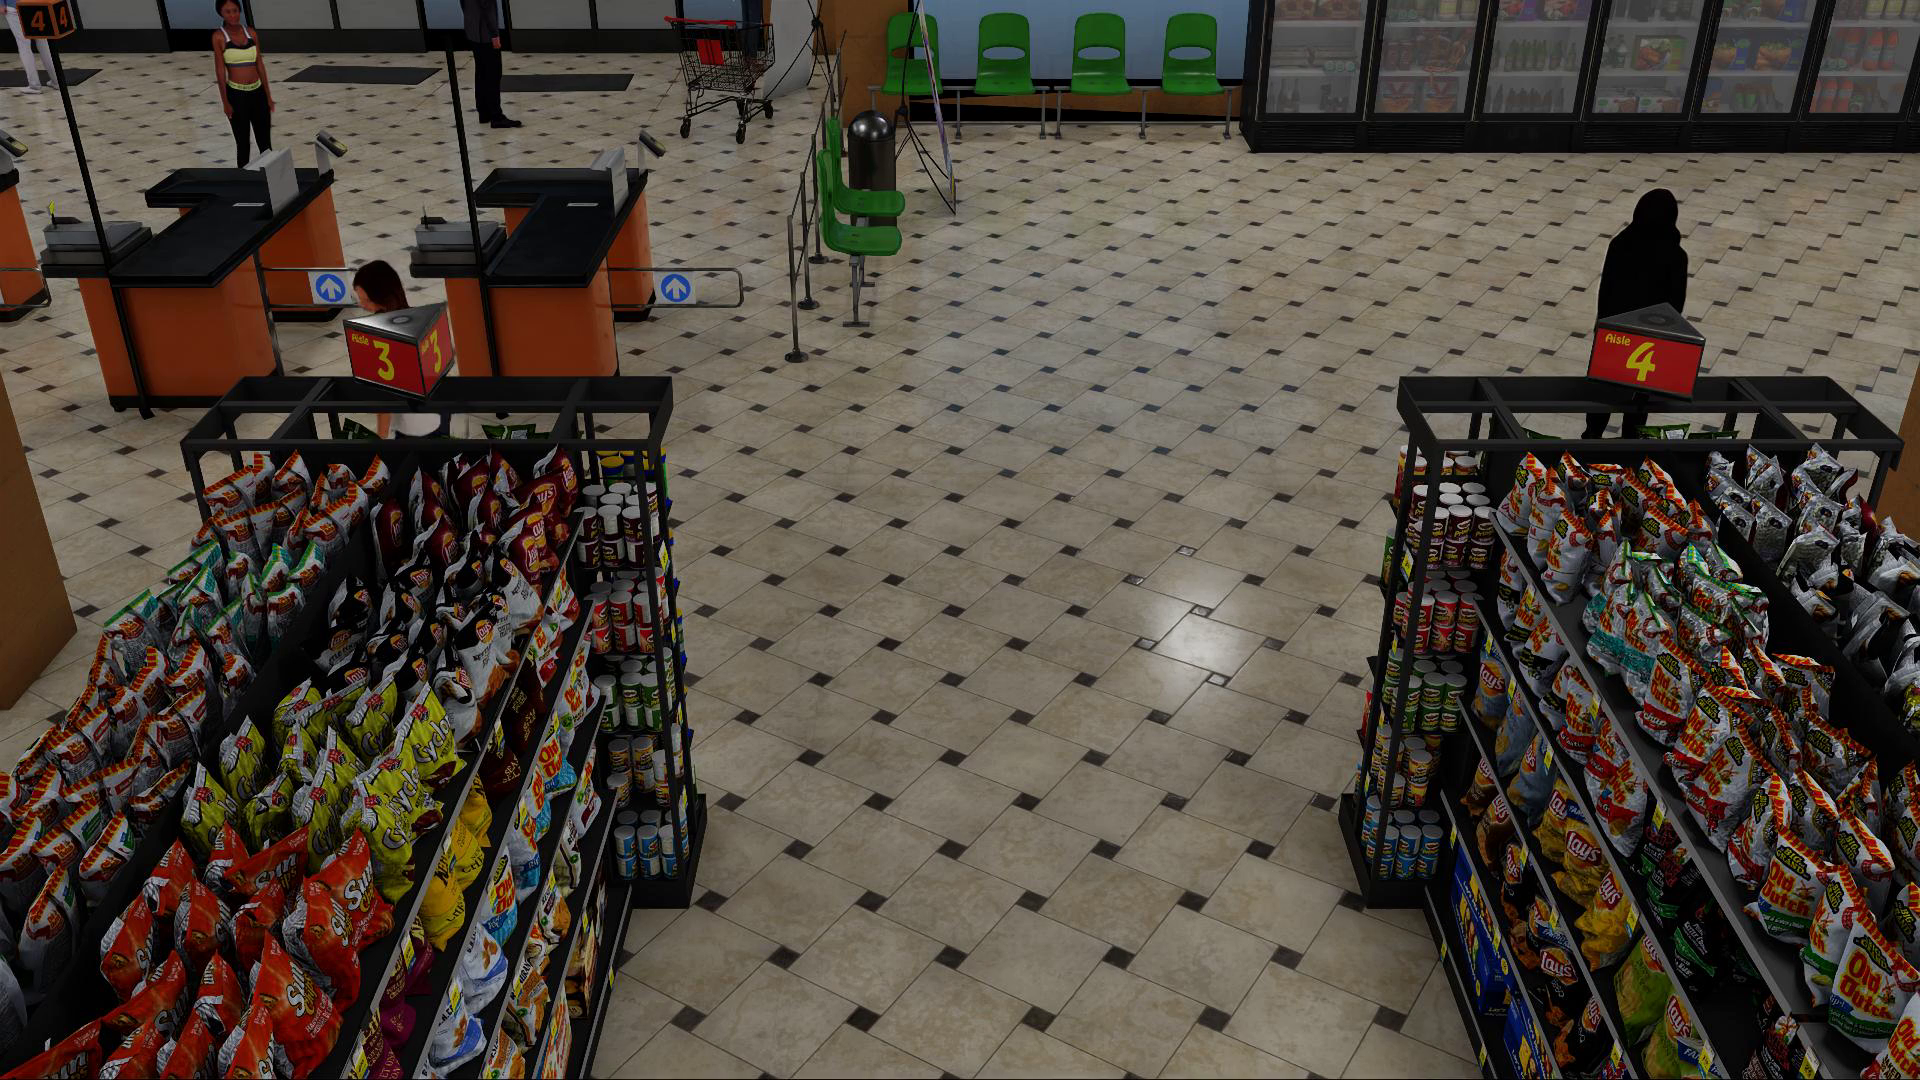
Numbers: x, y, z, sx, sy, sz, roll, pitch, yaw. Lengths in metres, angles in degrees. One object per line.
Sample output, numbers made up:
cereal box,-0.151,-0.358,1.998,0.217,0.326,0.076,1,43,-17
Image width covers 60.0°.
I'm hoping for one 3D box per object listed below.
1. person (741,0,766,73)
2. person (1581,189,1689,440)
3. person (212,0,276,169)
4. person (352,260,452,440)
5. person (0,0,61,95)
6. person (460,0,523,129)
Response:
person,-2.326,-6.106,18.361,0.731,1.792,0.617,-15,32,-25
person,3.895,-1.226,9.606,0.759,1.617,0.811,23,36,35
person,-5.999,-3.694,13.985,0.640,1.754,0.694,-24,37,-37
person,-2.676,-0.631,8.373,0.817,1.754,0.515,10,30,18
person,-9.842,-5.657,17.439,0.803,1.889,0.690,16,32,27
person,-4.658,-4.994,16.275,0.866,1.839,0.771,-21,35,-33
